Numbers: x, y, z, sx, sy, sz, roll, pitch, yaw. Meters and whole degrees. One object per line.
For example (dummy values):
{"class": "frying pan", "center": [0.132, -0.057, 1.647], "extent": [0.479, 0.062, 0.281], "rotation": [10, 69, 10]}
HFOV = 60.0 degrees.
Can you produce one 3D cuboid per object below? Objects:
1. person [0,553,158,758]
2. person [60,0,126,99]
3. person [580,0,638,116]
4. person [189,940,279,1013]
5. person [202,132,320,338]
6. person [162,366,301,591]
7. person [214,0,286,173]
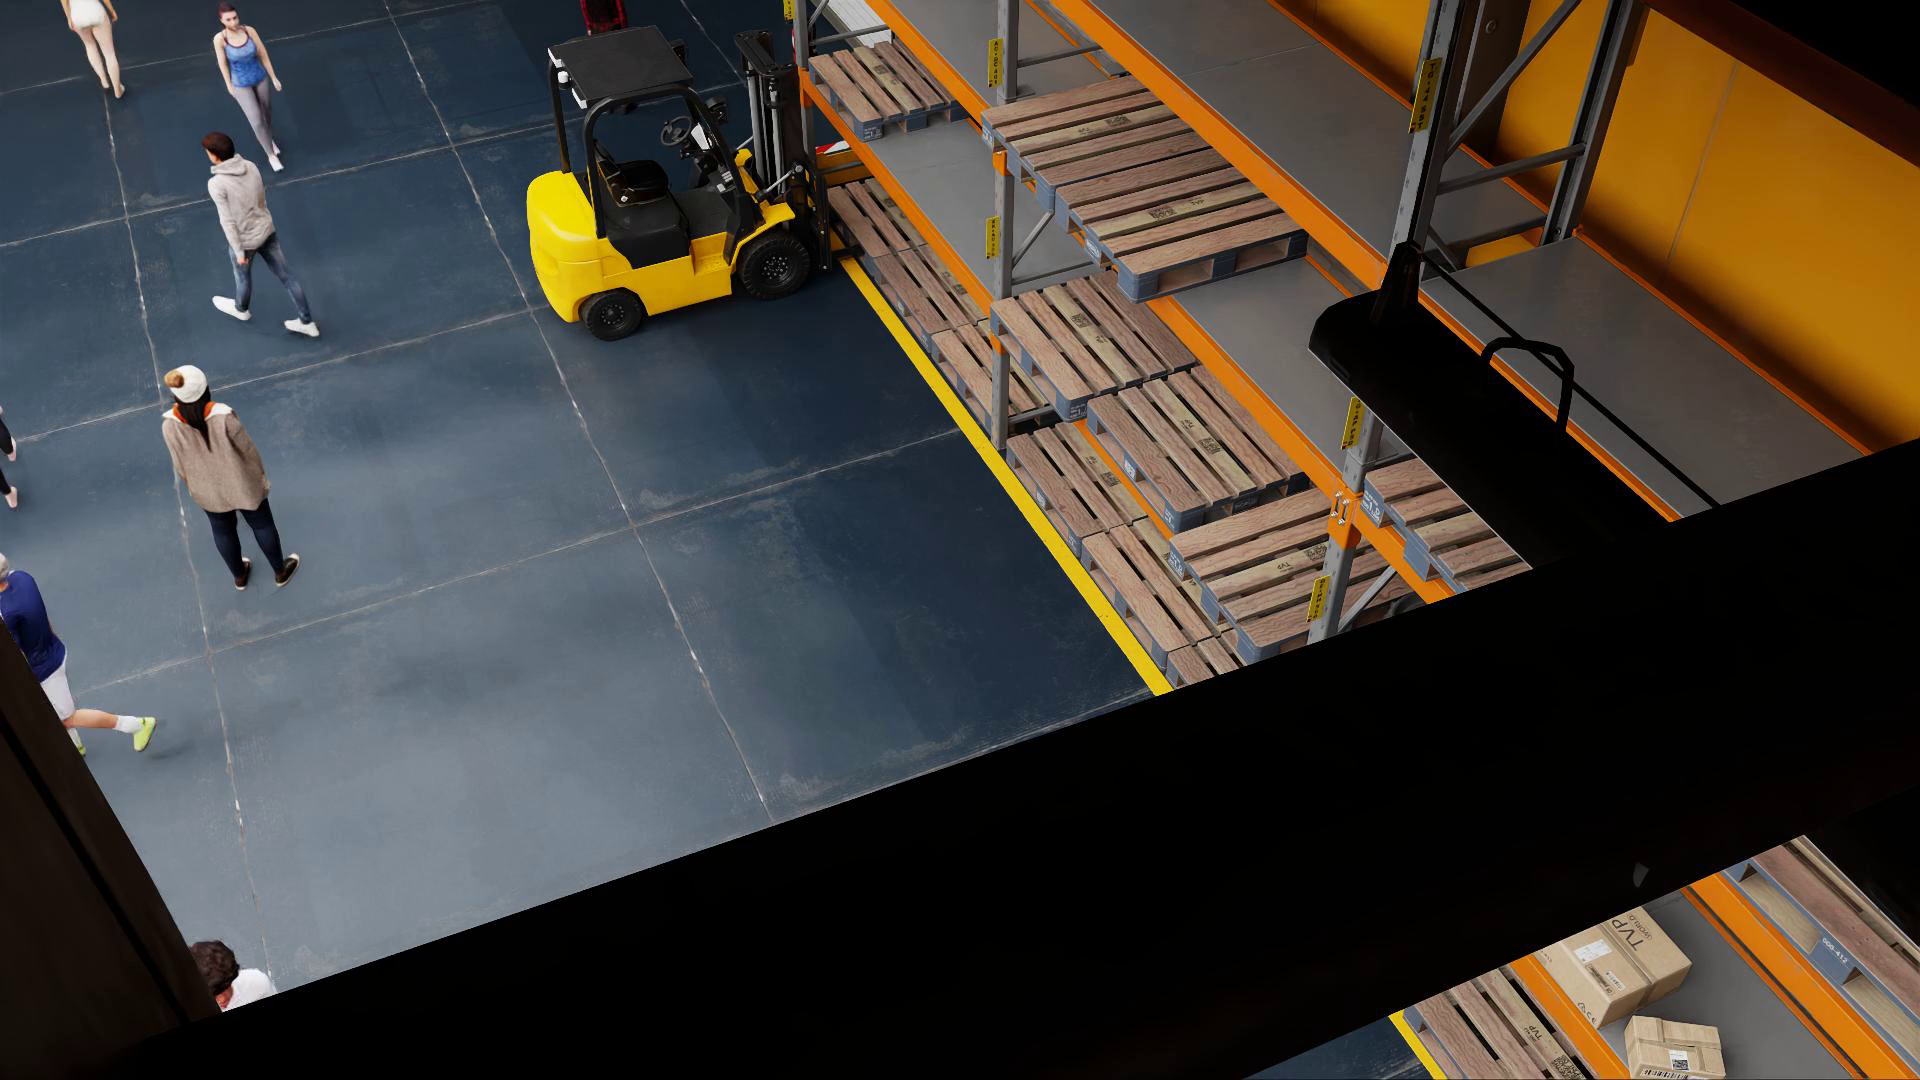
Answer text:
{"class": "person", "center": [-5.499, 0.740, 10.093], "extent": [0.807, 1.817, 1.012], "rotation": [-10, 45, -10]}
{"class": "person", "center": [-8.561, -5.093, 16.350], "extent": [0.629, 1.633, 0.642], "rotation": [-12, 45, -12]}
{"class": "person", "center": [-3.428, -4.929, 16.159], "extent": [0.664, 1.657, 0.688], "rotation": [7, 44, 7]}
{"class": "person", "center": [-3.568, 2.500, 8.267], "extent": [0.760, 1.787, 0.856], "rotation": [-30, 51, -28]}
{"class": "person", "center": [-5.613, -2.406, 13.400], "extent": [1.269, 1.810, 1.177], "rotation": [16, 46, 16]}
{"class": "person", "center": [-4.994, -0.424, 11.260], "extent": [0.786, 1.892, 0.780], "rotation": [-4, 44, -4]}
{"class": "person", "center": [-6.656, -4.293, 15.543], "extent": [0.719, 1.585, 0.918], "rotation": [-32, 52, -29]}
